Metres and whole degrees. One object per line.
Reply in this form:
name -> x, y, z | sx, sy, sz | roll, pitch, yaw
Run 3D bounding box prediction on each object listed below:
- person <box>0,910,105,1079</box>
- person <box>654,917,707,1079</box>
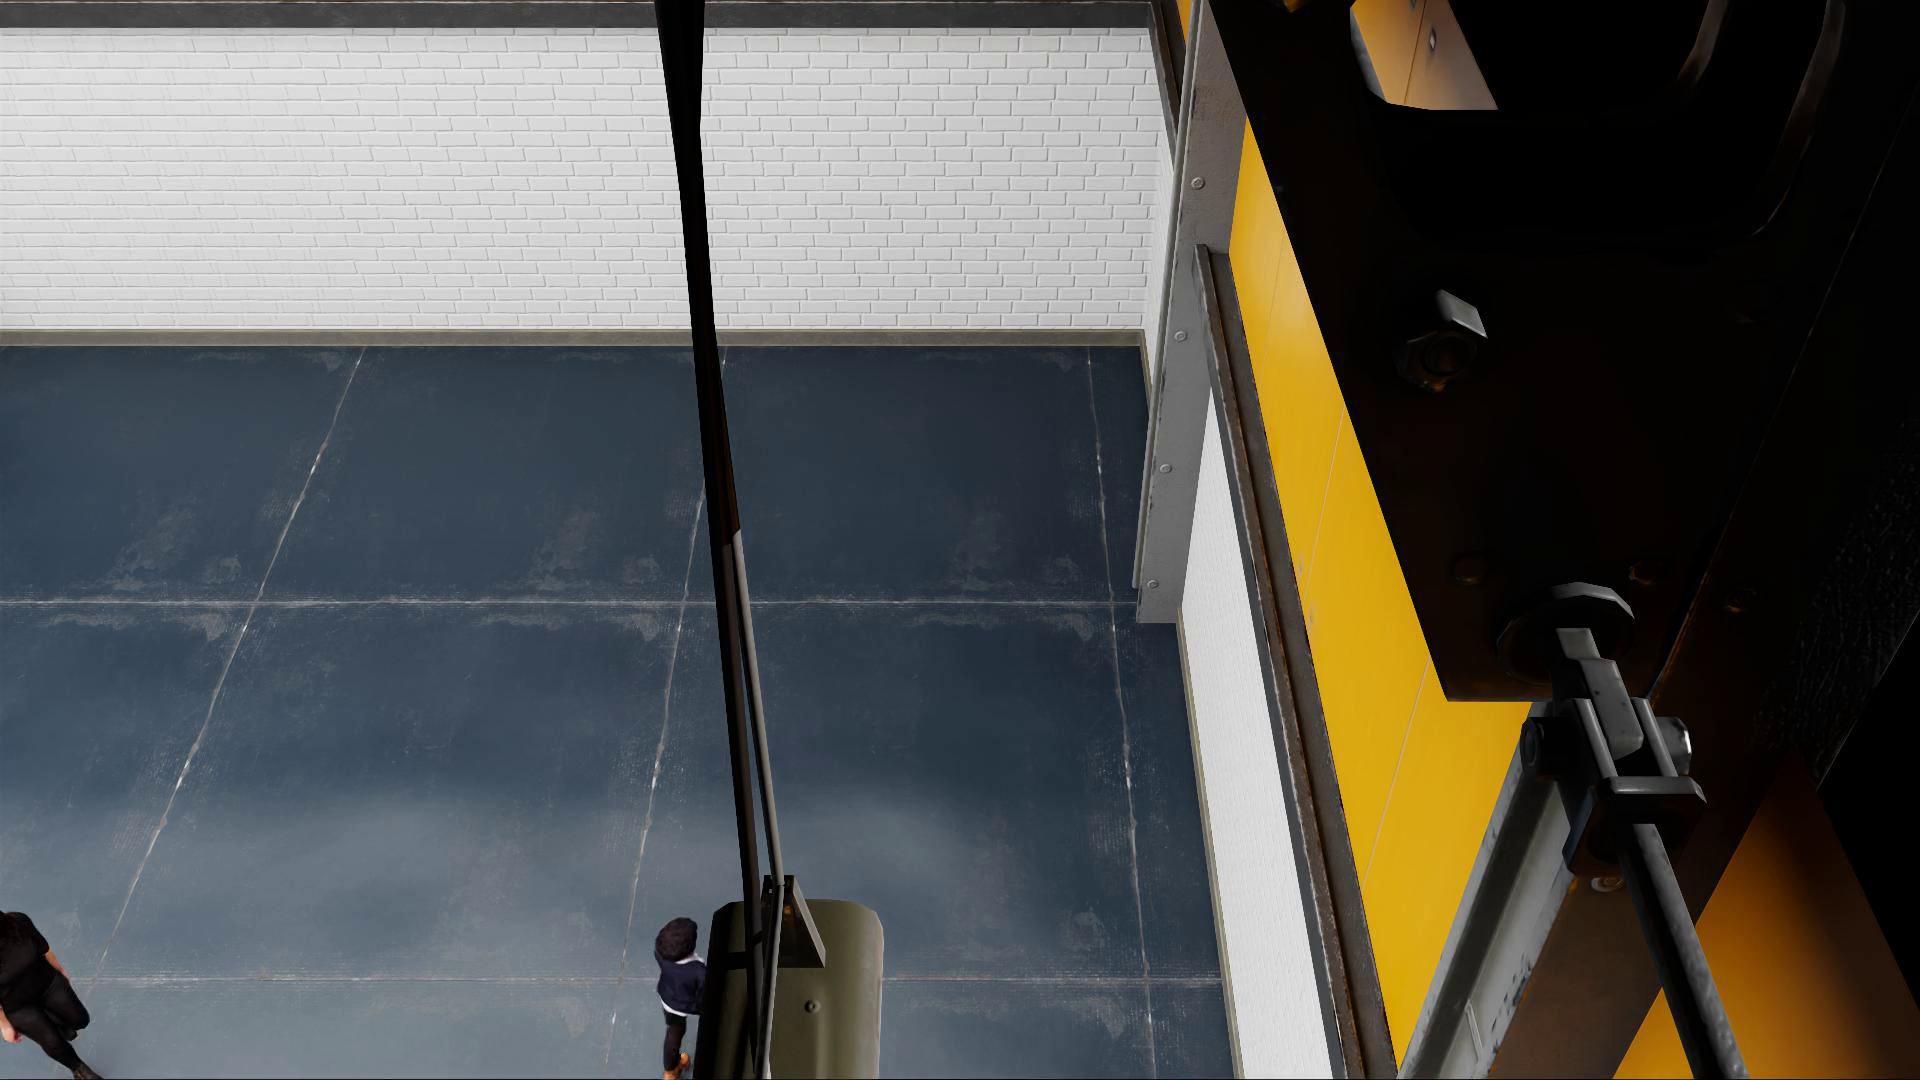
person -> -4.814, 2.296, 8.521 | 0.843, 1.630, 0.821 | 24, 48, 23
person -> -1.469, 2.414, 8.708 | 0.708, 1.201, 0.898 | 18, 46, 18
